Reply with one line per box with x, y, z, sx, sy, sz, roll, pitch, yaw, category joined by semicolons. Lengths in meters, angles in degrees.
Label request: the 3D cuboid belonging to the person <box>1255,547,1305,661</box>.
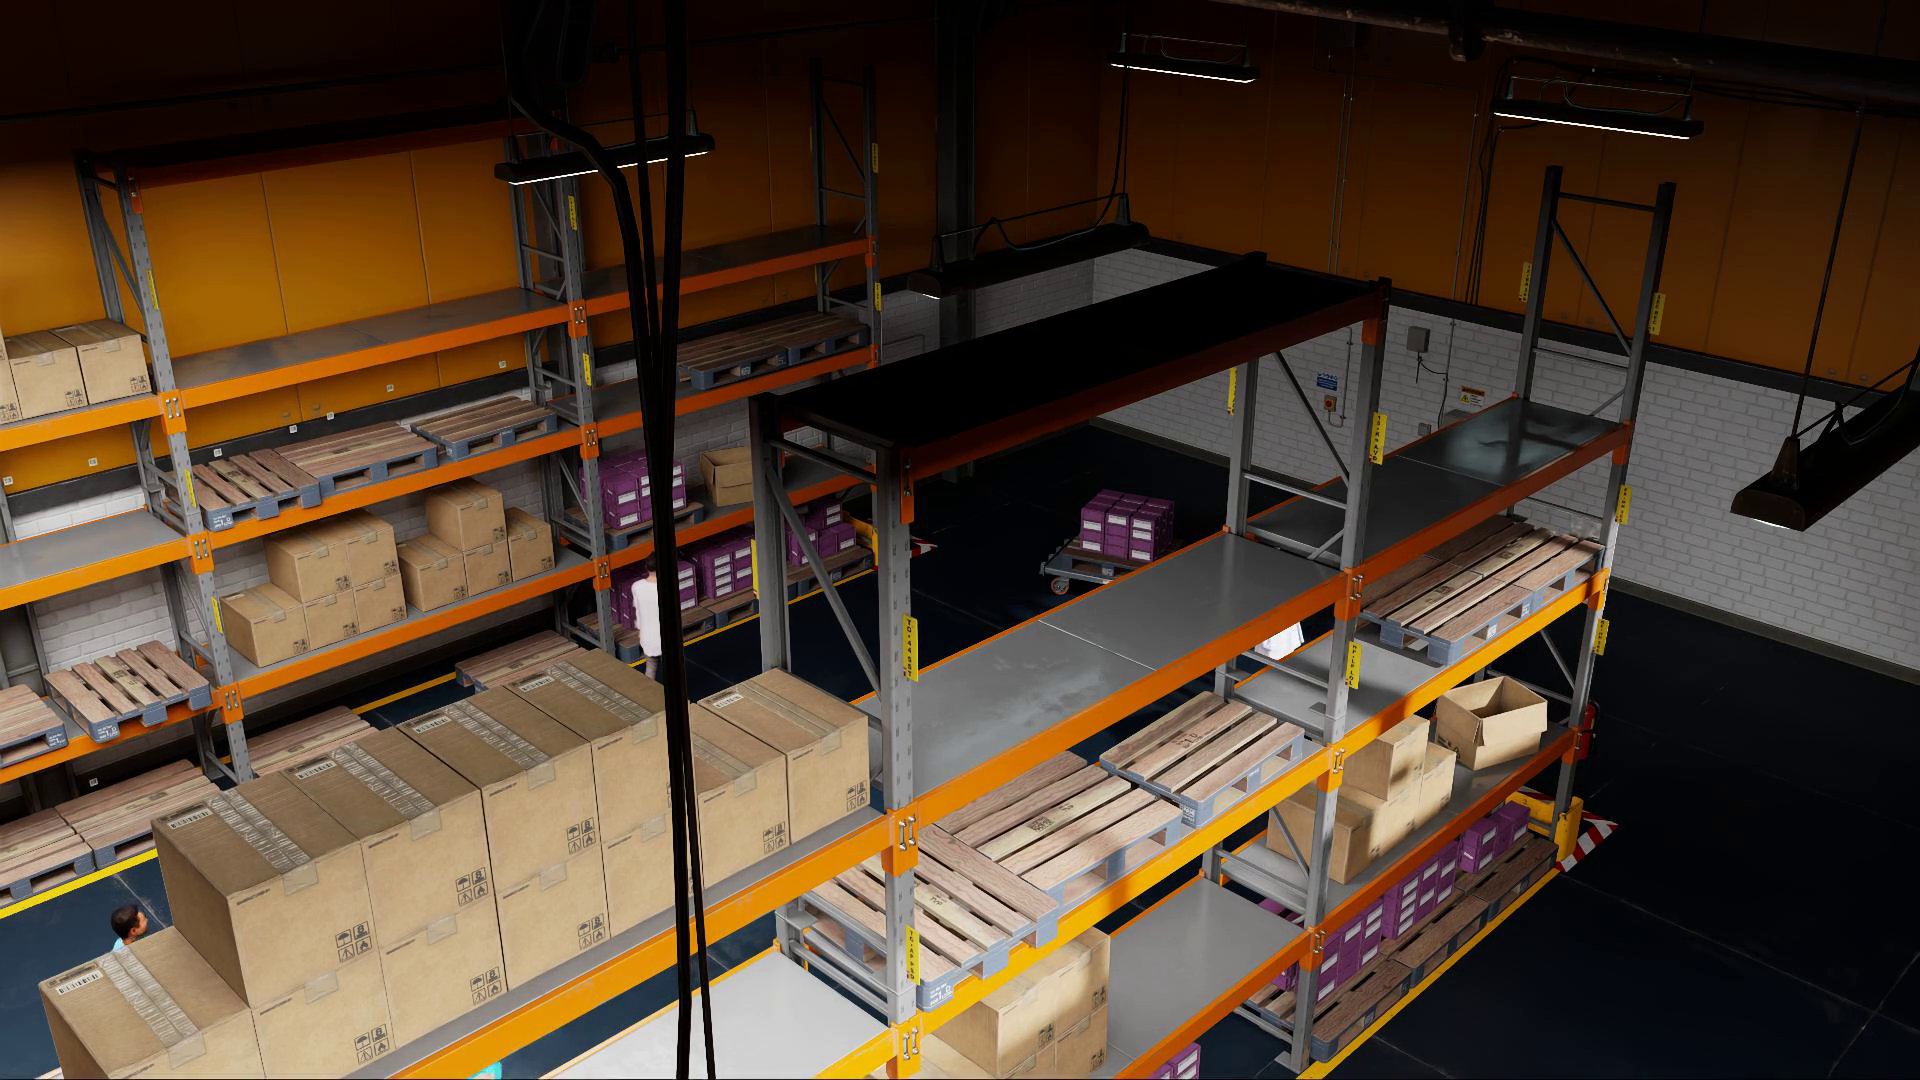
3.274;0.882;17.086;0.821;1.818;0.730;14;27;29;person

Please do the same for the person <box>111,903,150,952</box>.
-5.747;3.344;11.575;1.182;1.720;0.655;-20;30;-38;person
